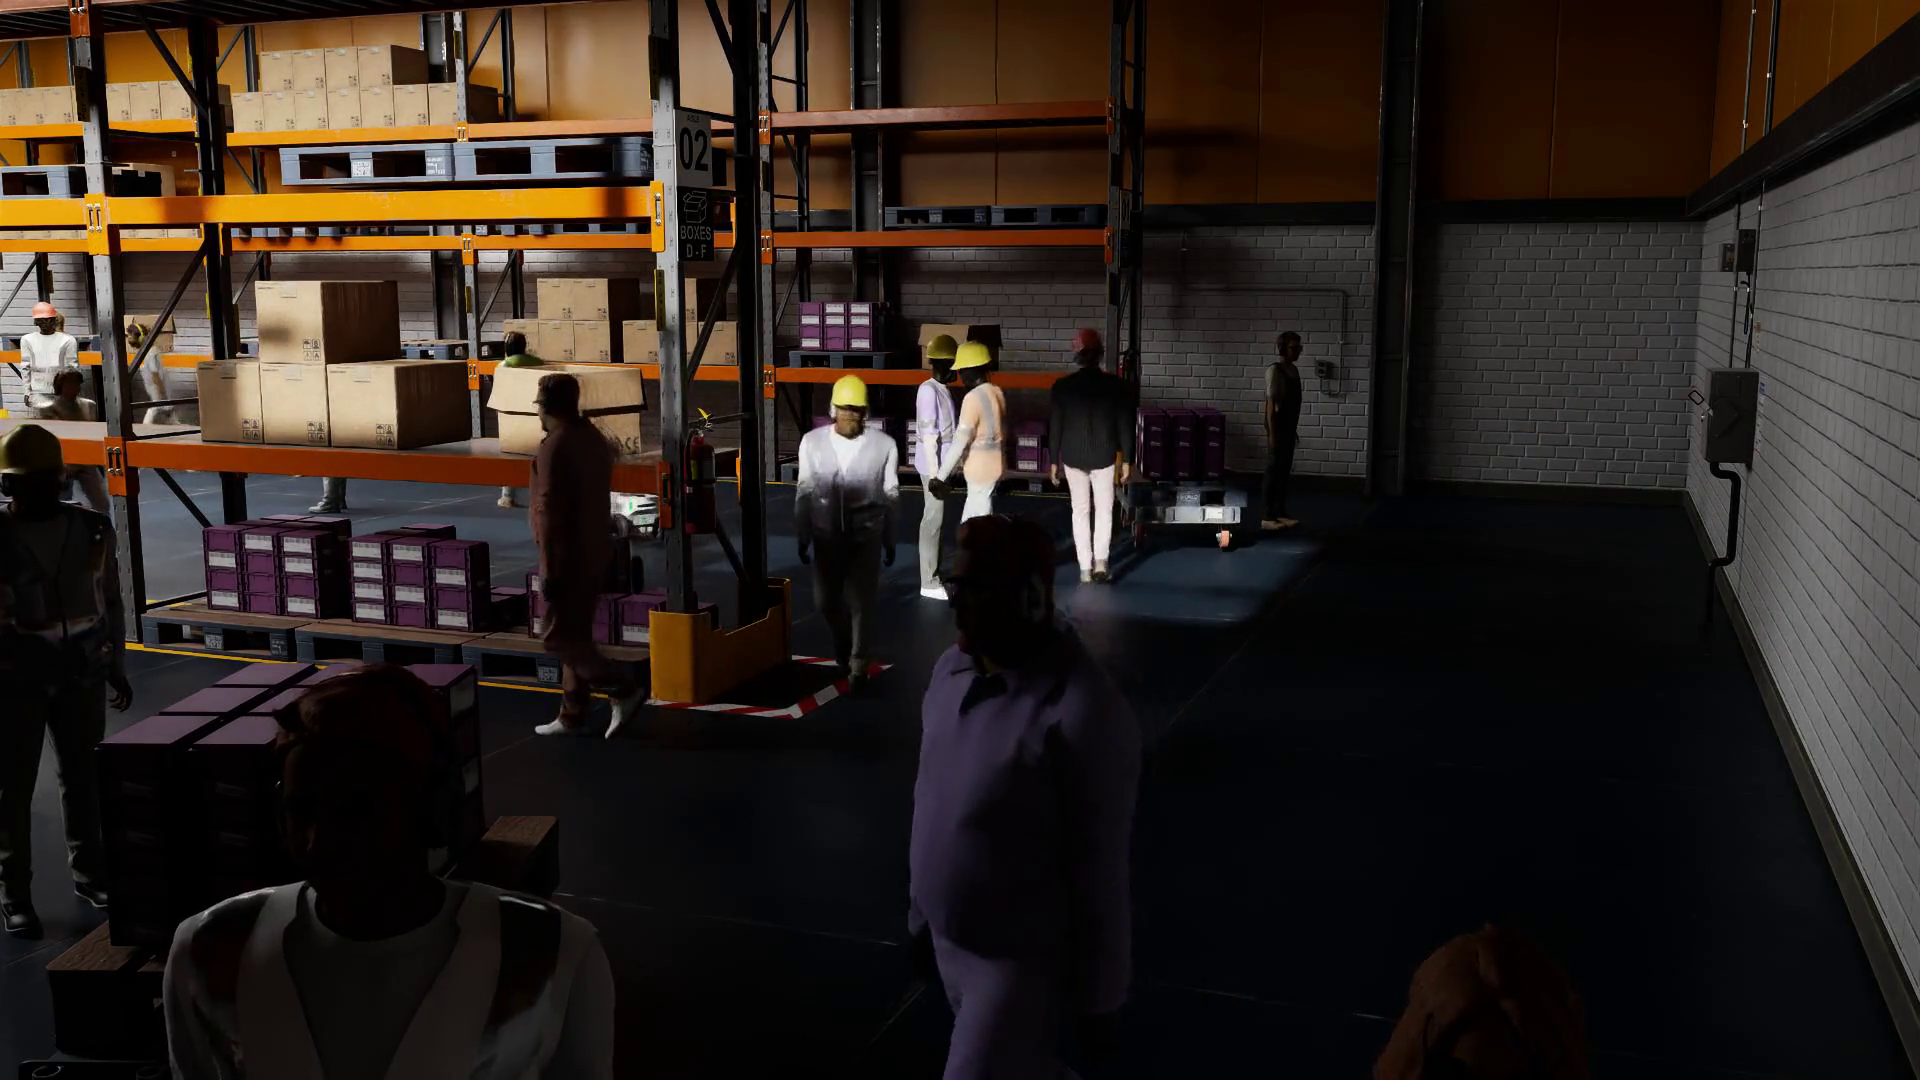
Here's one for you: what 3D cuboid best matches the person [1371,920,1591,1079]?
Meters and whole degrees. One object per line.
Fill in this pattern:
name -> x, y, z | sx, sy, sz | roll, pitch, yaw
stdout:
person -> 0.584, 1.234, 1.982 | 0.498, 1.633, 0.281 | 0, 9, 1

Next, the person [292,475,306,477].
person -> -7.807, -1.688, 19.512 | 0.509, 1.895, 0.672 | 9, 12, 43

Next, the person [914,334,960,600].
person -> -0.140, -0.536, 12.178 | 0.369, 1.928, 0.586 | 1, 9, 9

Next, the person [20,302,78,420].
person -> -10.694, -1.770, 19.567 | 0.607, 2.044, 0.375 | -3, 10, -19

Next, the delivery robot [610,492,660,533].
delivery robot -> -2.973, -0.313, 14.781 | 0.477, 0.478, 0.707 | -8, 12, -42

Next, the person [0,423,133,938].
person -> -3.306, 0.490, 6.032 | 0.404, 1.834, 0.592 | 8, 12, 41

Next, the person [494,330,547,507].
person -> -4.369, -1.198, 16.715 | 0.619, 1.816, 0.884 | -8, 12, -43

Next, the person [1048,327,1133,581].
person -> 0.993, -0.635, 12.691 | 0.647, 1.970, 0.495 | 2, 9, 9

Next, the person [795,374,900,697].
person -> -0.631, -0.055, 9.524 | 0.600, 1.812, 0.676 | 1, 9, 5

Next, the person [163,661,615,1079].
person -> -0.722, 1.082, 2.157 | 0.575, 1.882, 0.361 | 0, 9, -1

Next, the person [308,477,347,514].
person -> -6.299, -1.235, 16.502 | 0.384, 1.949, 0.605 | -1, 9, -4

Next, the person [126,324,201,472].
person -> -9.461, -1.642, 19.569 | 1.045, 1.791, 0.614 | -4, 10, -25

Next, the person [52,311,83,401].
person -> -10.907, -1.817, 20.259 | 0.387, 1.927, 0.646 | -2, 9, -9

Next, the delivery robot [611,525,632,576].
delivery robot -> -2.556, 0.129, 12.008 | 0.477, 0.478, 0.707 | -1, 9, -8

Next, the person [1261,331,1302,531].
person -> 2.996, -1.011, 15.421 | 0.325, 1.843, 0.517 | 7, 11, 36

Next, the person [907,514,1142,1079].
person -> 0.143, 0.855, 3.633 | 0.931, 1.872, 0.654 | -5, 10, -29

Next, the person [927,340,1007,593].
person -> 0.144, -0.470, 11.867 | 0.647, 1.896, 0.602 | 3, 9, 17

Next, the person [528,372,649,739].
person -> -1.882, 0.100, 8.373 | 0.578, 1.879, 0.653 | 2, 9, 11

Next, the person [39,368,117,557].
person -> -6.987, -0.550, 13.238 | 0.710, 1.612, 0.550 | 5, 10, 30
